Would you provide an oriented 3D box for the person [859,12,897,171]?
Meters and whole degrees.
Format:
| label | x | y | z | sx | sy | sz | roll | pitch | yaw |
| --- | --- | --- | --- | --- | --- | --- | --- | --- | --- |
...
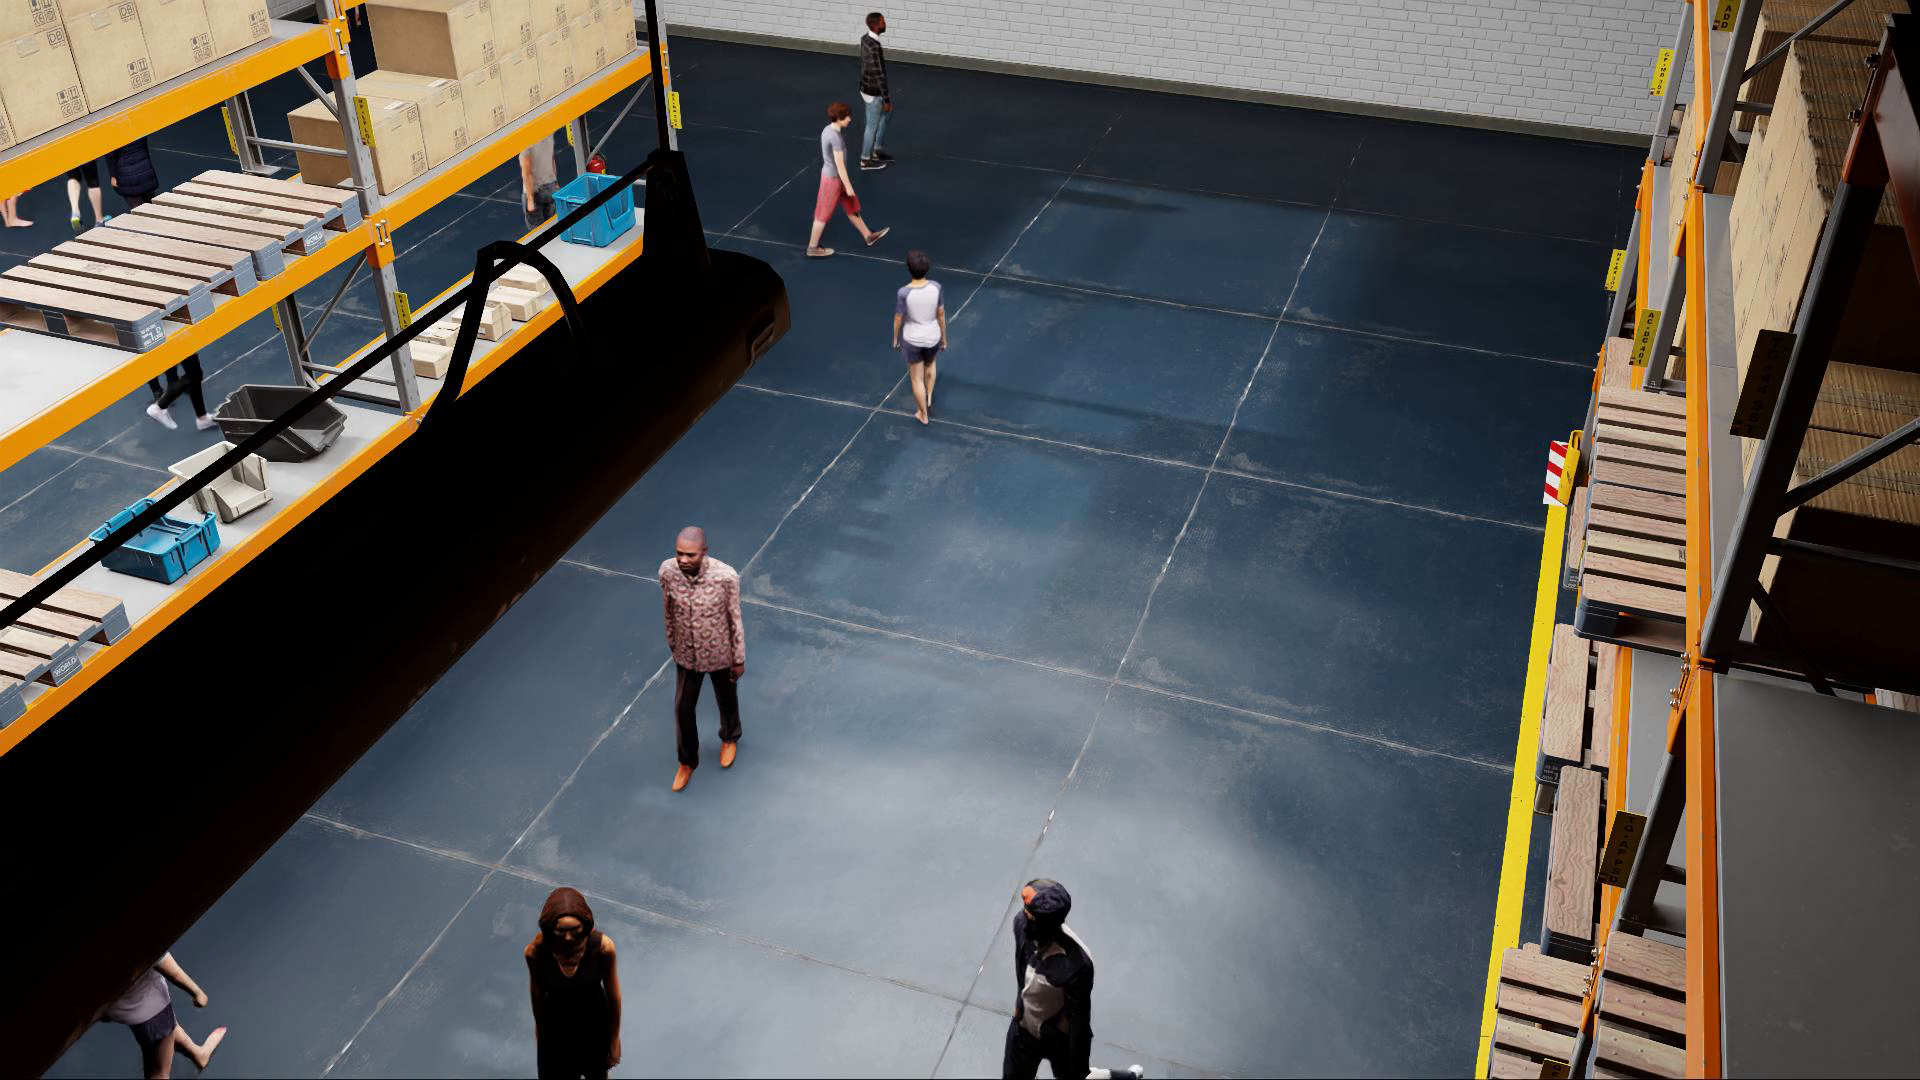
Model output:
| label | x | y | z | sx | sy | sz | roll | pitch | yaw |
| --- | --- | --- | --- | --- | --- | --- | --- | --- | --- |
| person | -1.078 | -5.103 | 18.979 | 0.901 | 1.809 | 0.806 | -7 | 34 | -10 |

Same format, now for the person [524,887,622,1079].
| label | x | y | z | sx | sy | sz | roll | pitch | yaw |
| --- | --- | --- | --- | --- | --- | --- | --- | --- | --- |
| person | -1.798 | 2.253 | 7.899 | 0.725 | 1.823 | 0.772 | -5 | 34 | -7 |

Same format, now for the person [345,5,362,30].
| label | x | y | z | sx | sy | sz | roll | pitch | yaw |
| --- | --- | --- | --- | --- | --- | --- | --- | --- | --- |
| person | -8.849 | -8.205 | 23.660 | 0.614 | 1.793 | 0.707 | -20 | 39 | -28 |

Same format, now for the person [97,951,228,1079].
| label | x | y | z | sx | sy | sz | roll | pitch | yaw |
| --- | --- | --- | --- | --- | --- | --- | --- | --- | --- |
| person | -3.986 | 2.291 | 7.973 | 0.644 | 1.677 | 0.956 | 8 | 35 | 12 |

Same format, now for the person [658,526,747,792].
| label | x | y | z | sx | sy | sz | roll | pitch | yaw |
| --- | --- | --- | --- | --- | --- | --- | --- | --- | --- |
| person | -1.557 | 0.632 | 10.363 | 0.813 | 1.794 | 0.927 | 2 | 34 | 4 |

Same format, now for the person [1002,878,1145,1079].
| label | x | y | z | sx | sy | sz | roll | pitch | yaw |
| --- | --- | --- | --- | --- | --- | --- | --- | --- | --- |
| person | 0.504 | 2.265 | 7.846 | 1.270 | 1.861 | 1.107 | -22 | 39 | -29 |

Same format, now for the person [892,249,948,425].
| label | x | y | z | sx | sy | sz | roll | pitch | yaw |
| --- | --- | --- | --- | --- | --- | --- | --- | --- | --- |
| person | -0.301 | -1.689 | 14.076 | 0.765 | 1.550 | 0.827 | -12 | 35 | -17 |

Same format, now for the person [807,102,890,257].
| label | x | y | z | sx | sy | sz | roll | pitch | yaw |
| --- | --- | --- | --- | --- | --- | --- | --- | --- | --- |
| person | -1.368 | -3.635 | 16.951 | 1.015 | 1.609 | 1.130 | -5 | 34 | -8 |
